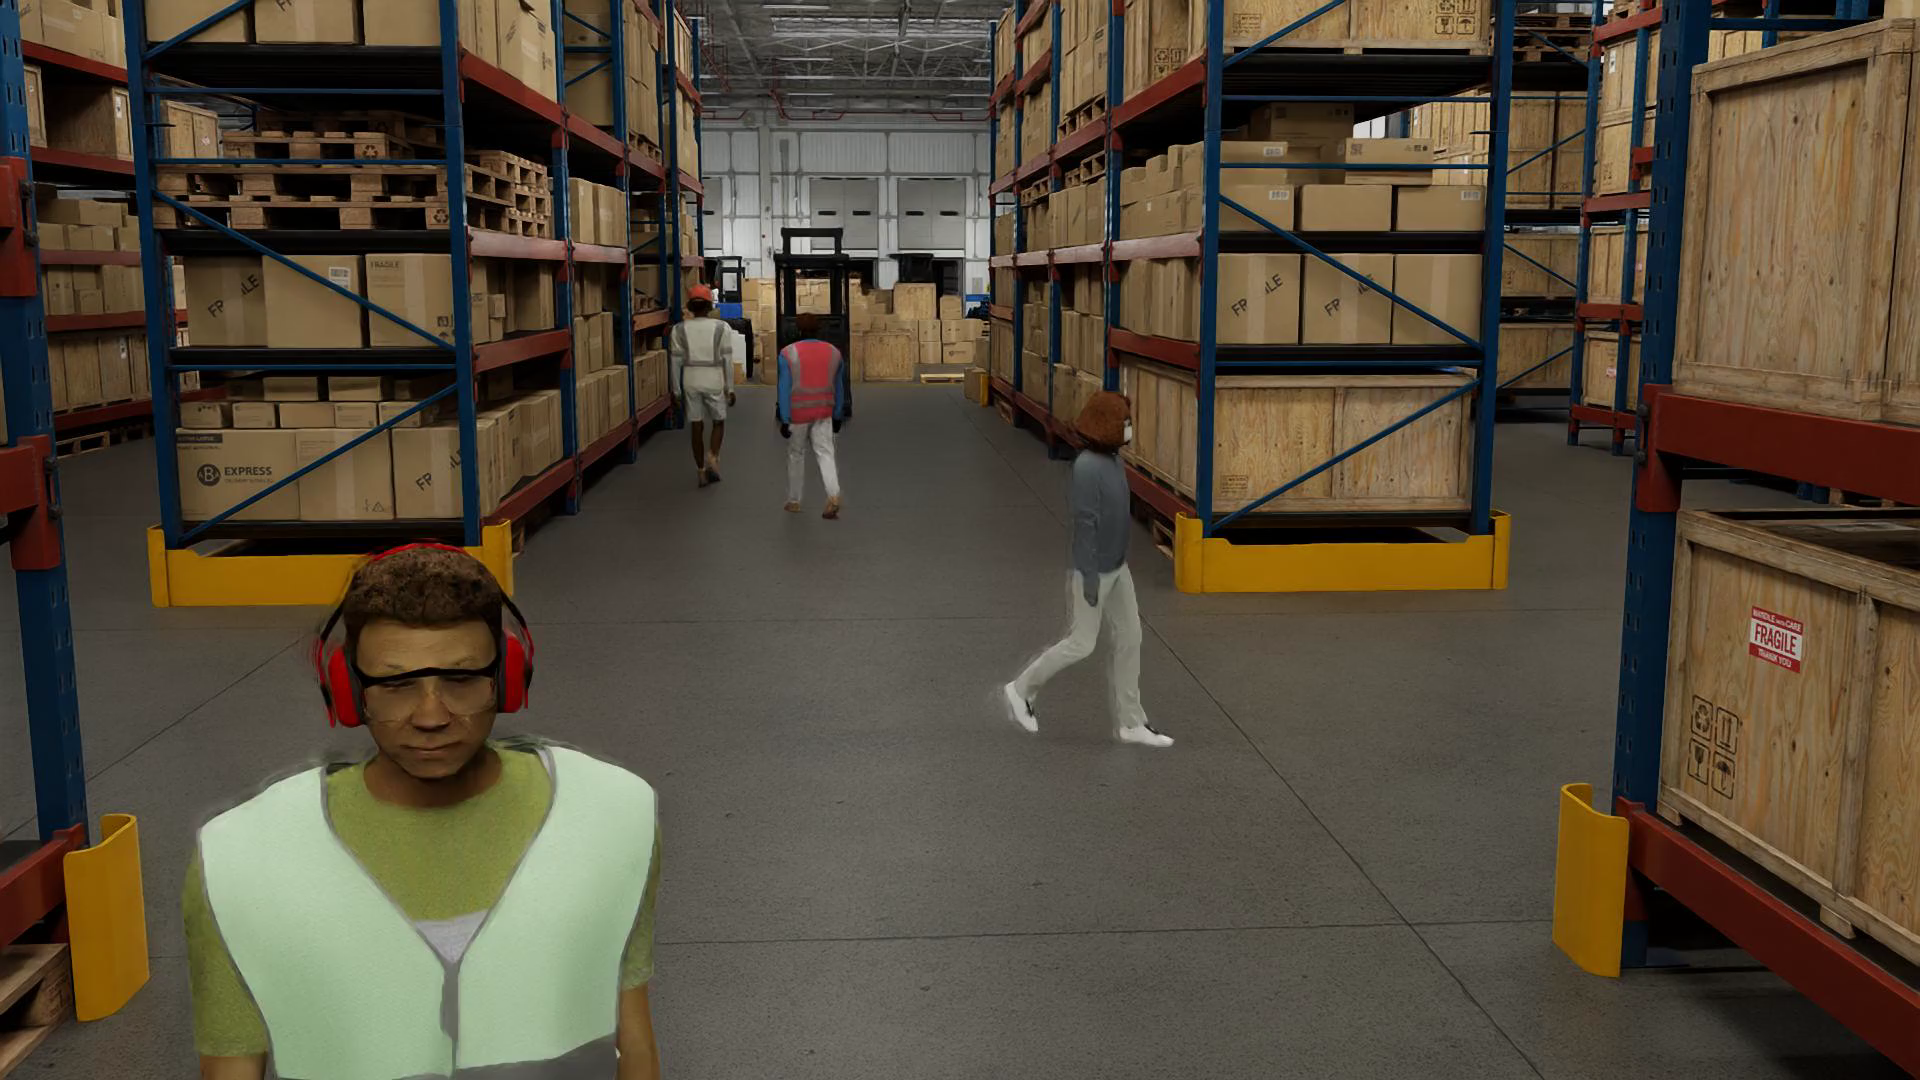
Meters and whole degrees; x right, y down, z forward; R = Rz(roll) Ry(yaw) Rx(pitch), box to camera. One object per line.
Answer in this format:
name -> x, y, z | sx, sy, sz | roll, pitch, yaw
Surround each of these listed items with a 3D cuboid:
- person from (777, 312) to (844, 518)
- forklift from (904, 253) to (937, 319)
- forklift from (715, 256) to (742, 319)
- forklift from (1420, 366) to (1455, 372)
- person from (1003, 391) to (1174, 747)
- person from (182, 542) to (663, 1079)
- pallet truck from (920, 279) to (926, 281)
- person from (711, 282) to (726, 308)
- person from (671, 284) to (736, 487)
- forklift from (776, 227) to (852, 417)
person -> -1.293, -1.095, 14.587 | 0.637, 1.806, 0.931 | -4, 10, -26
forklift -> -1.321, -7.852, 53.634 | 1.129, 2.768, 1.873 | -5, 10, -30
forklift -> -8.574, -9.187, 62.019 | 1.129, 2.768, 1.873 | -1, 9, -4
forklift -> 5.160, -2.371, 19.218 | 1.129, 2.768, 1.873 | 2, 9, 13
person -> 0.586, 0.125, 7.494 | 0.736, 1.609, 0.504 | 5, 10, 27
person -> -0.662, 0.882, 2.140 | 0.575, 1.816, 0.841 | -4, 10, -22
pallet truck -> -0.932, -8.922, 63.114 | 1.885, 1.965, 0.823 | 2, 9, 13
person -> -9.026, -8.718, 62.200 | 0.578, 1.882, 0.380 | 1, 9, 5
person -> -2.569, -1.544, 16.687 | 0.645, 2.027, 0.477 | 0, 9, -3
forklift -> -2.210, -3.306, 25.087 | 1.129, 2.768, 1.873 | -1, 9, -4
